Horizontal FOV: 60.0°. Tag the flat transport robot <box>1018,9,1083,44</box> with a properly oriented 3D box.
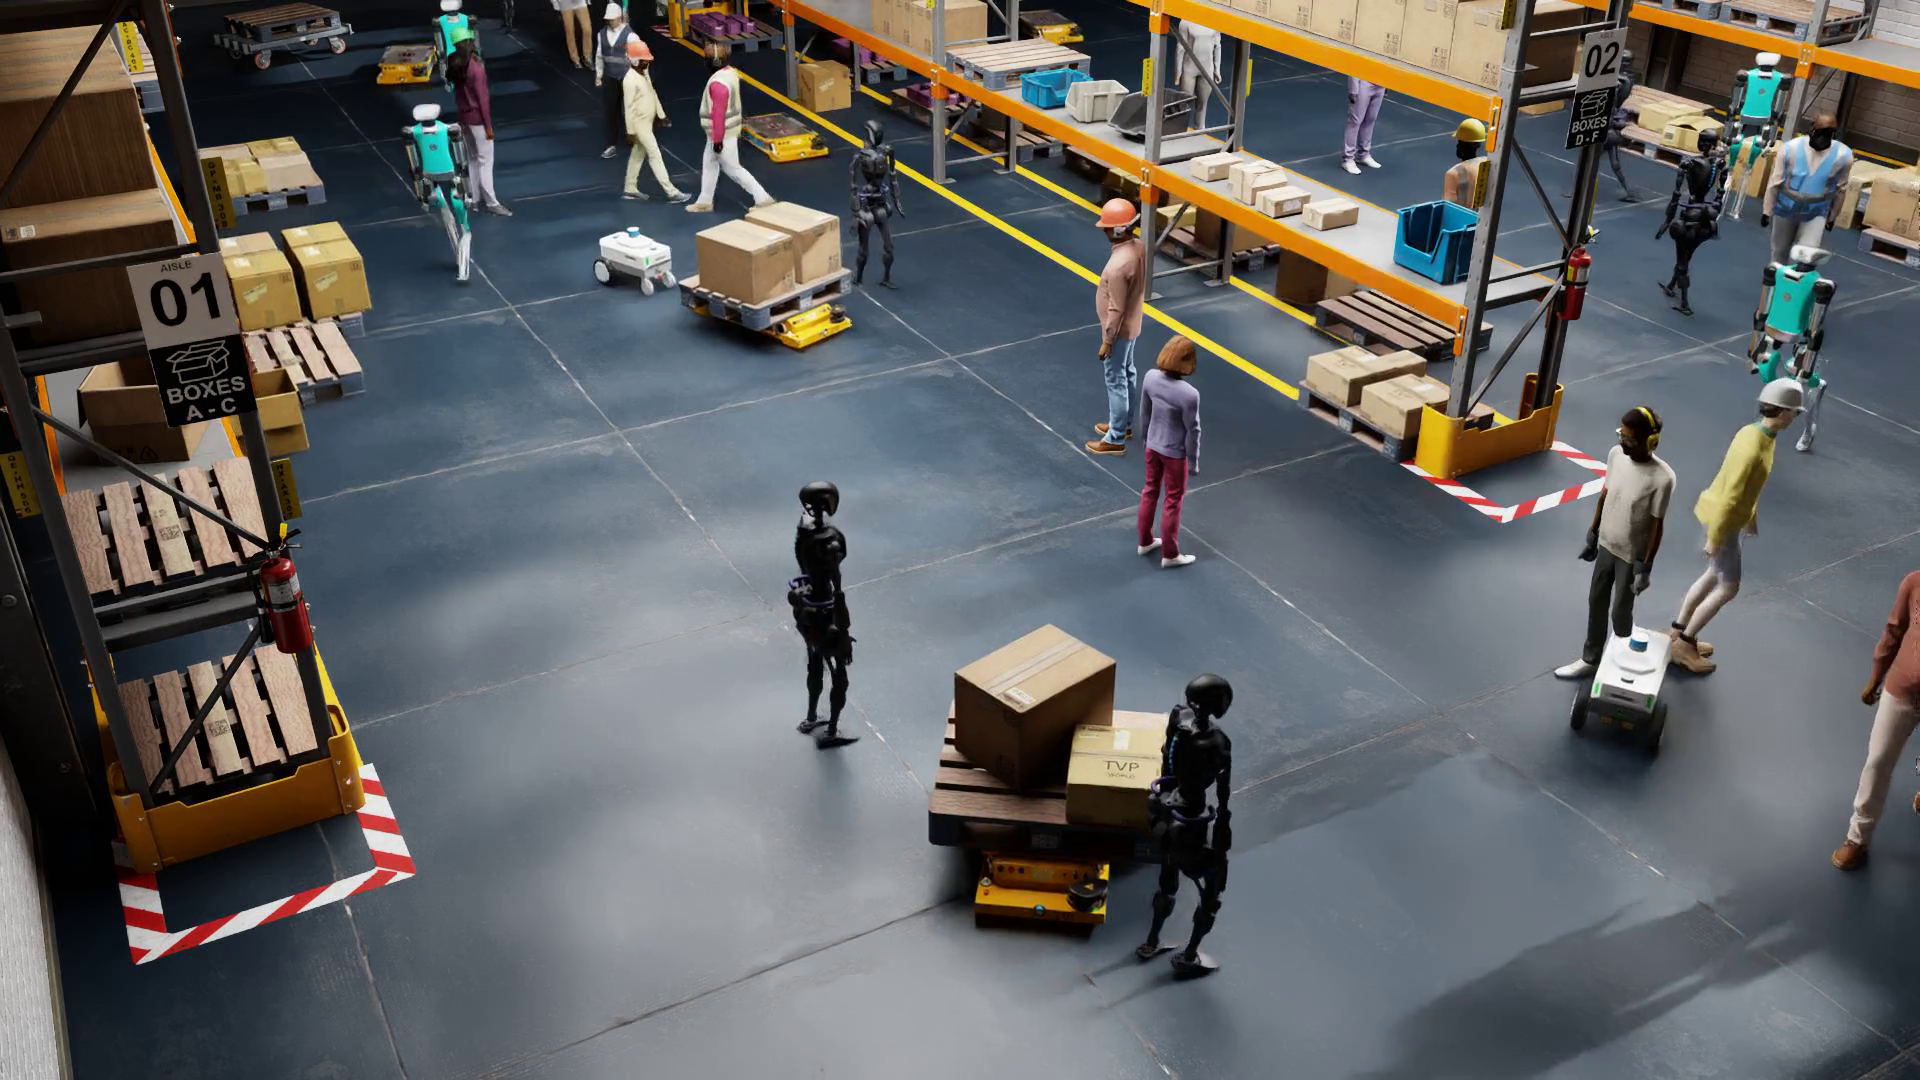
[{"bbox_3d":[1.264,-7.616,24.667,0.659,0.231,1.431,-9,31,-16],"label":"flat transport robot"}]

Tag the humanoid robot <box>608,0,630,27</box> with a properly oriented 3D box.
[{"bbox_3d":[-4.901,-8.020,23.903,0.543,1.776,0.840,-7,31,-12],"label":"humanoid robot"}]

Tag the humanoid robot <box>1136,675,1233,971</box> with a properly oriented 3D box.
[{"bbox_3d":[1.054,1.314,7.714,0.317,1.653,0.588,-12,32,-20],"label":"humanoid robot"}]

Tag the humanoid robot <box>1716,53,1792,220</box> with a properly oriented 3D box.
[{"bbox_3d":[8.159,-4.192,17.221,0.530,1.778,0.669,10,31,17],"label":"humanoid robot"}]

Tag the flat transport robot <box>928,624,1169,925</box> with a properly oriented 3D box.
[{"bbox_3d":[0.488,1.470,8.850,0.659,0.231,1.431,4,30,7],"label":"flat transport robot"}]

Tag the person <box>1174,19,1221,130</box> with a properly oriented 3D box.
[{"bbox_3d":[2.757,-5.456,19.278,0.571,1.896,0.374,-5,30,-9],"label":"person"}]

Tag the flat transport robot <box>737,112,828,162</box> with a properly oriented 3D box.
[{"bbox_3d":[-2.161,-4.794,19.755,0.659,0.231,1.431,-15,33,-25],"label":"flat transport robot"}]

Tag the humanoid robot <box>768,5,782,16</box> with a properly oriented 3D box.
[{"bbox_3d":[-2.850,-8.911,25.546,0.740,1.874,0.533,-2,30,-3],"label":"humanoid robot"}]

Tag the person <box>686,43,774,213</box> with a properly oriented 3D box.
[{"bbox_3d":[-2.431,-4.254,17.283,0.935,1.807,0.628,-1,30,-2],"label":"person"}]

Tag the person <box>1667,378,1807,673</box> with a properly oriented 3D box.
[{"bbox_3d":[4.653,-0.100,10.000,0.481,1.846,0.521,15,33,25],"label":"person"}]

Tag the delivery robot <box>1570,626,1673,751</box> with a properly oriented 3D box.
[{"bbox_3d":[3.896,0.832,9.687,0.499,0.608,0.790,15,33,25],"label":"delivery robot"}]

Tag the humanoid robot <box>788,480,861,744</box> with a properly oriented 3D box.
[{"bbox_3d":[-0.763,0.399,9.301,0.350,1.653,0.590,-14,33,-23],"label":"humanoid robot"}]

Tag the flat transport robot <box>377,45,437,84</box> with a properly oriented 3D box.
[{"bbox_3d":[-7.550,-6.513,22.747,0.659,0.231,1.431,-5,30,-8],"label":"flat transport robot"}]

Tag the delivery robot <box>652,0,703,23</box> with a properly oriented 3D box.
[{"bbox_3d":[-4.293,-8.211,25.422,0.802,0.600,0.499,-20,35,-31],"label":"delivery robot"}]

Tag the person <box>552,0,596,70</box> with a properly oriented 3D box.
[{"bbox_3d":[-5.226,-7.256,22.562,0.595,1.730,0.627,-16,33,-25],"label":"person"}]

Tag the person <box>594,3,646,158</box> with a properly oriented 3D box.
[{"bbox_3d":[-3.939,-5.365,19.304,0.771,1.711,0.917,9,31,15],"label":"person"}]

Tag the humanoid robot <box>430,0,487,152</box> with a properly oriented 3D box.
[{"bbox_3d":[-5.776,-5.441,19.366,0.543,1.759,0.674,-6,30,-10],"label":"humanoid robot"}]

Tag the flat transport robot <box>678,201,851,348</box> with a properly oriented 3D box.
[{"bbox_3d":[-1.737,-2.079,15.029,1.431,0.231,0.659,22,37,34],"label":"flat transport robot"}]

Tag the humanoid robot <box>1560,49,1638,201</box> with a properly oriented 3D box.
[{"bbox_3d":[6.959,-4.403,17.717,0.784,1.633,0.601,13,32,21],"label":"humanoid robot"}]

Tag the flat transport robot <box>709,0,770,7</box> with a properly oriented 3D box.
[{"bbox_3d":[-3.277,-8.683,26.524,1.431,0.231,0.659,-8,31,-13],"label":"flat transport robot"}]

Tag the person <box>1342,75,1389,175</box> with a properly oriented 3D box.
[{"bbox_3d":[4.588,-5.081,18.618,0.639,1.904,0.413,-22,37,-33],"label":"person"}]

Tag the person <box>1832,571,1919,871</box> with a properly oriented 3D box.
[{"bbox_3d":[4.932,0.753,8.397,0.804,1.966,0.624,-25,38,-36],"label":"person"}]

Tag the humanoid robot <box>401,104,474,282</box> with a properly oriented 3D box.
[{"bbox_3d":[-4.858,-3.319,15.732,0.553,1.750,0.918,-4,30,-7],"label":"humanoid robot"}]

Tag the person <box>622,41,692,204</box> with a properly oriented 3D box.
[{"bbox_3d":[-3.293,-4.433,17.666,0.784,1.715,0.567,1,30,2],"label":"person"}]

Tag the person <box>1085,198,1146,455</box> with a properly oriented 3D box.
[{"bbox_3d":[1.178,-1.593,12.460,0.384,1.988,0.607,10,31,17],"label":"person"}]

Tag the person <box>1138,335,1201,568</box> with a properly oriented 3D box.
[{"bbox_3d":[1.396,-0.590,11.065,0.267,1.630,0.506,-21,36,-32],"label":"person"}]

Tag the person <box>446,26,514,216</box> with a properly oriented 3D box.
[{"bbox_3d":[-4.998,-4.339,17.325,0.691,1.908,0.405,21,36,32],"label":"person"}]

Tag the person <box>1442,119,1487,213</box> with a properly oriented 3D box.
[{"bbox_3d":[4.317,-2.690,14.429,0.585,1.928,0.366,-21,36,-32],"label":"person"}]

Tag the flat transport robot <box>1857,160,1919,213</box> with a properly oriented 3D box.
[{"bbox_3d":[9.920,-3.274,17.109,0.659,0.231,1.431,-15,33,-25],"label":"flat transport robot"}]

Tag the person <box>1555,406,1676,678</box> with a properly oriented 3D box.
[{"bbox_3d":[3.836,0.077,9.688,0.344,1.857,0.520,-11,32,-19],"label":"person"}]

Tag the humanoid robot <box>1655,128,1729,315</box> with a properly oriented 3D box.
[{"bbox_3d":[6.611,-2.918,15.094,0.615,1.638,0.654,-9,31,-15],"label":"humanoid robot"}]

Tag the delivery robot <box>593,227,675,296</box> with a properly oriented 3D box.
[{"bbox_3d":[-3.075,-2.671,15.763,0.787,0.587,0.499,22,36,33],"label":"delivery robot"}]

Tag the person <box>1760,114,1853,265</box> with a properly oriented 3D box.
[{"bbox_3d":[7.520,-2.902,14.902,0.640,1.820,0.656,16,33,25],"label":"person"}]

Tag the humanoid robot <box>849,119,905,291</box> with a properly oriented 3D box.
[{"bbox_3d":[-0.806,-3.103,15.408,0.601,1.644,0.446,-25,38,-36],"label":"humanoid robot"}]

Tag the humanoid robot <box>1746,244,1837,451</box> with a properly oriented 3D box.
[{"bbox_3d":[6.295,-1.398,12.409,0.995,1.784,0.530,-18,34,-28],"label":"humanoid robot"}]

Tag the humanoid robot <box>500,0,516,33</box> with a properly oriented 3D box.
[{"bbox_3d":[-6.739,-8.398,24.630,0.589,1.634,0.630,3,30,6],"label":"humanoid robot"}]
